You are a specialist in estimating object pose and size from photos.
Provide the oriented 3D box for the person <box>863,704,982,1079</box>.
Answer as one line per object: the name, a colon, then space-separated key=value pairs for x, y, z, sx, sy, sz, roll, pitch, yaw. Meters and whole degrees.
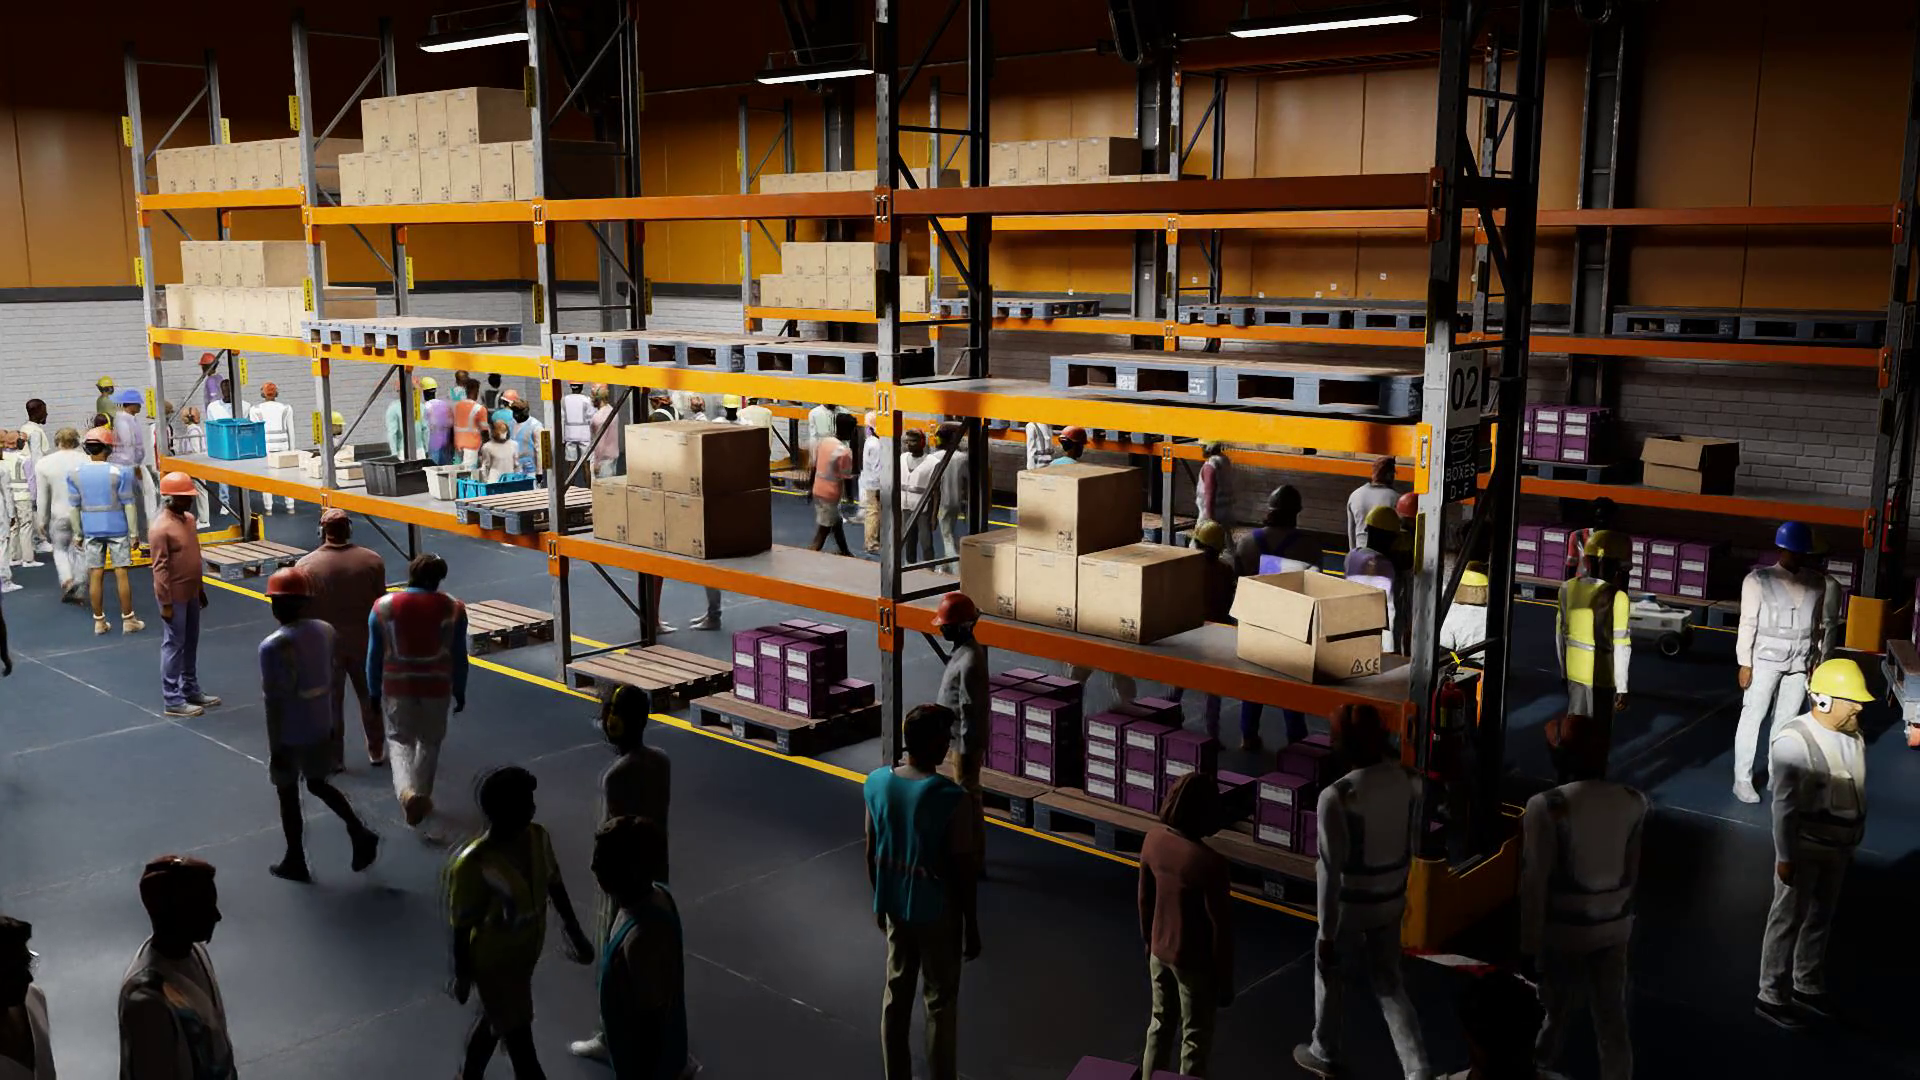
person: x=-0.166 y=1.611 z=7.159 sx=0.563 sy=1.837 sz=0.389 roll=7 pitch=12 yaw=35

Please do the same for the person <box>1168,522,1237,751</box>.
person: x=1.822 y=0.685 z=12.704 sx=0.565 sy=1.732 sz=0.719 roll=-2 pitch=10 yaw=-13

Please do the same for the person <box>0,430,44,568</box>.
person: x=-11.054 y=-0.476 z=19.542 sx=0.524 sy=1.631 sz=0.318 roll=3 pitch=11 yaw=18

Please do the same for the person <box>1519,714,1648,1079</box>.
person: x=2.609 y=1.640 z=7.036 sx=0.591 sy=1.829 sz=0.985 roll=-2 pitch=10 yaw=-9

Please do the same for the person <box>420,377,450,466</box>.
person: x=-7.489 y=-1.352 z=23.664 sx=0.381 sy=1.923 sz=0.591 roll=4 pitch=11 yaw=19

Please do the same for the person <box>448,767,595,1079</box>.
person: x=-1.828 y=1.741 z=6.958 sx=0.890 sy=1.638 sz=0.544 roll=4 pitch=11 yaw=21

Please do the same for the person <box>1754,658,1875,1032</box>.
person: x=4.156 y=1.460 z=8.059 sx=0.595 sy=1.827 sz=0.403 roll=-6 pitch=11 yaw=-29

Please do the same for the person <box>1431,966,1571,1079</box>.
person: x=1.381 y=2.028 z=4.519 sx=0.665 sy=1.936 sz=0.574 roll=-1 pitch=10 yaw=-8

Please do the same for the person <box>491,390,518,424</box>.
person: x=-6.433 y=-1.281 z=23.799 sx=0.573 sy=1.737 sz=0.354 roll=6 pitch=12 yaw=31

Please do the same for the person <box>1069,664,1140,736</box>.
person: x=1.162 y=0.682 z=12.528 sx=0.923 sy=1.789 sz=0.655 roll=8 pitch=13 yaw=38

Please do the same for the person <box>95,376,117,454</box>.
person: x=-13.215 y=-1.659 z=25.842 sx=0.523 sy=1.771 sz=0.304 roll=10 pitch=14 yaw=44

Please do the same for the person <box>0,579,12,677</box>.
person: x=-7.039 y=0.811 z=11.699 sx=0.616 sy=1.836 sz=0.482 roll=-7 pitch=12 yaw=-35

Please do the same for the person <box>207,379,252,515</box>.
person: x=-10.294 y=-1.324 z=23.525 sx=0.590 sy=1.918 sz=0.389 roll=-5 pitch=11 yaw=-27

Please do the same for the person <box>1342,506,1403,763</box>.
person: x=2.988 y=0.703 z=12.073 sx=0.390 sy=1.916 sz=0.585 roll=-3 pitch=10 yaw=-16

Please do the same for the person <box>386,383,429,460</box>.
person: x=-7.627 y=-1.242 z=23.036 sx=0.365 sy=1.931 sz=0.633 roll=7 pitch=12 yaw=36

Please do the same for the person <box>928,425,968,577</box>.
person: x=-0.148 y=-0.368 z=18.490 sx=0.520 sy=1.815 sz=0.961 roll=-5 pitch=11 yaw=-26

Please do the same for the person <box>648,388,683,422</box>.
person: x=-3.882 y=-1.033 z=21.533 sx=0.535 sy=2.000 sz=0.681 roll=4 pitch=11 yaw=21

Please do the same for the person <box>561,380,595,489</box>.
person: x=-5.612 y=-1.505 z=24.488 sx=0.552 sy=1.937 sz=0.356 roll=0 pitch=10 yaw=3

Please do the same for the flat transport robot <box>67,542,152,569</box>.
flat transport robot: x=-10.224 y=0.133 z=19.938 sx=1.431 sy=0.197 sz=0.652 roll=9 pitch=14 yaw=43

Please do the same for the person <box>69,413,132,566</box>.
person: x=-10.219 y=-0.600 z=19.795 sx=0.563 sy=1.798 sz=1.004 roll=6 pitch=12 yaw=29

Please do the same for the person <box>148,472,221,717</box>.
person: x=-6.273 y=0.431 z=13.421 sx=0.408 sy=1.987 sz=0.613 roll=0 pitch=10 yaw=1

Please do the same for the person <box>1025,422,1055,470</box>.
person: x=1.033 y=-0.890 z=21.166 sx=0.342 sy=1.882 sz=0.587 roll=5 pitch=11 yaw=27

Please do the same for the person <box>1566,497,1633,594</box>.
person: x=5.390 y=0.464 z=14.069 sx=0.529 sy=1.689 sz=0.322 roll=4 pitch=11 yaw=24

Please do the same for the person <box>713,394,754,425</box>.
person: x=-2.921 y=-0.946 z=21.393 sx=0.587 sy=1.920 sz=0.391 roll=-3 pitch=10 yaw=-14

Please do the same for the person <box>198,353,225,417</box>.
person: x=-12.184 y=-2.033 z=27.176 sx=0.397 sy=2.043 sz=0.609 roll=-2 pitch=10 yaw=-11

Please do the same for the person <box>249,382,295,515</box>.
person: x=-9.675 y=-1.284 z=23.438 sx=0.573 sy=1.877 sz=0.344 roll=-5 pitch=11 yaw=-27

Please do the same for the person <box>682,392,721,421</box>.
person: x=-3.868 y=-1.551 z=25.013 sx=1.034 sy=1.857 sz=0.630 roll=7 pitch=12 yaw=35

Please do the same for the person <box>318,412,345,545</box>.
person: x=-7.787 y=-0.731 z=20.709 sx=0.330 sy=1.731 sz=0.490 roll=-10 pitch=14 yaw=-44

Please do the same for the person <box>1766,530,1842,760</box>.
person: x=6.097 y=0.795 z=12.004 sx=0.337 sy=1.757 sz=0.518 roll=-3 pitch=10 yaw=-16

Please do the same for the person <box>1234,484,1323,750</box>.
person: x=2.397 y=0.580 z=12.410 sx=0.684 sy=2.000 sz=0.536 roll=6 pitch=12 yaw=32

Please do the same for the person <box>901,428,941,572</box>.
person: x=-0.445 y=-0.296 z=17.911 sx=0.563 sy=1.848 sz=0.390 roll=7 pitch=12 yaw=35

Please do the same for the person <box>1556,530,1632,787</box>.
person: x=4.195 y=0.885 z=11.002 sx=0.361 sy=1.930 sz=0.585 roll=-5 pitch=11 yaw=-26

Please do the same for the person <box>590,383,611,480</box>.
person: x=-5.458 y=-1.546 z=25.282 sx=0.557 sy=1.744 sz=0.345 roll=6 pitch=11 yaw=29

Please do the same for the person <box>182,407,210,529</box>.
person: x=-10.239 y=-0.966 z=22.286 sx=0.309 sy=1.641 sz=0.511 roll=-4 pitch=11 yaw=-24

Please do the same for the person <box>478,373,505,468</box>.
person: x=-7.788 y=-1.985 z=27.918 sx=0.546 sy=1.686 sz=0.608 roll=6 pitch=12 yaw=31
